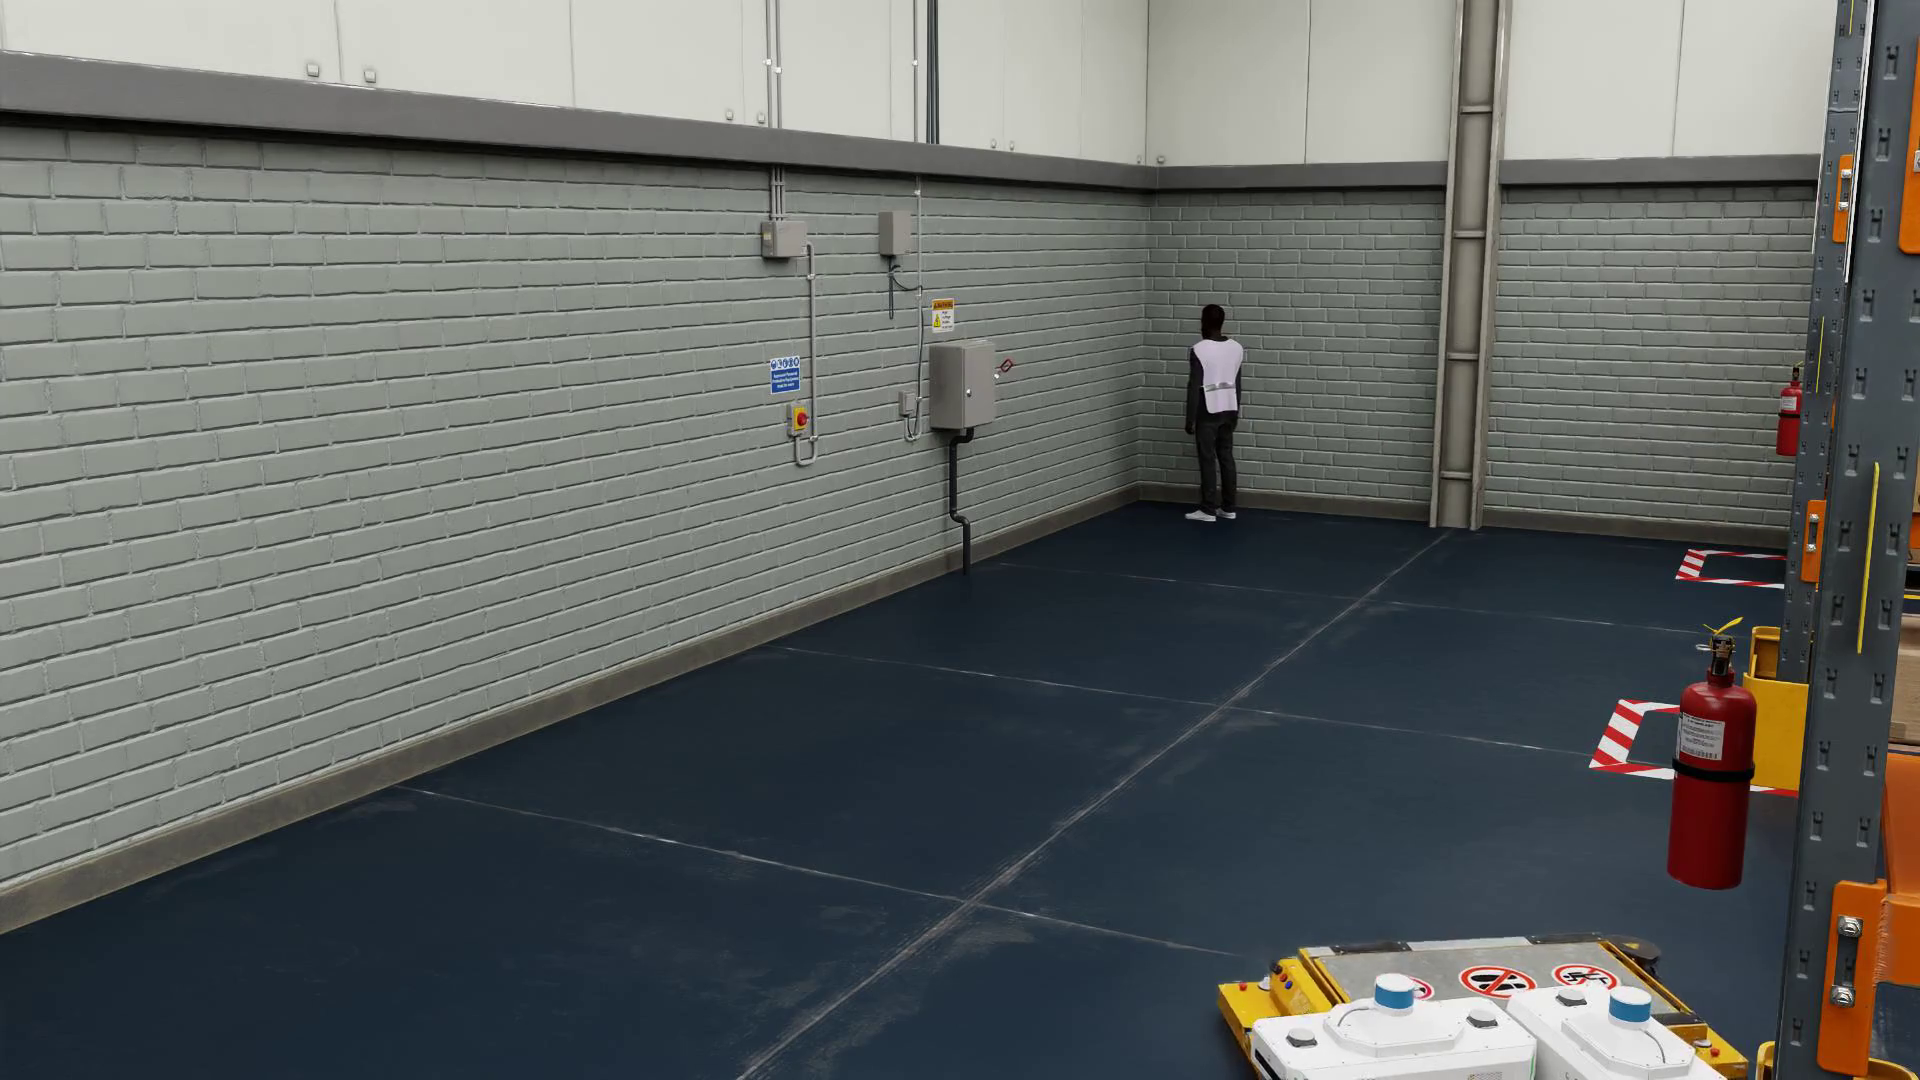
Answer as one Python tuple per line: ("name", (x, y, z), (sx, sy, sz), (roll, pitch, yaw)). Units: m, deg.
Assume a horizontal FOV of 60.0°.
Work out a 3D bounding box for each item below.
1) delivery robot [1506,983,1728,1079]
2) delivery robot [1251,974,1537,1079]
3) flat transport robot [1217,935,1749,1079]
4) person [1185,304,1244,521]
("delivery robot", (1.736, 1.412, 4.344), (0.477, 0.478, 0.707), (-2, 11, -12))
("delivery robot", (1.144, 1.398, 4.420), (0.707, 0.478, 0.477), (-2, 11, -12))
("flat transport robot", (1.576, 1.458, 5.122), (1.431, 0.197, 0.652), (-1, 10, -7))
("person", (2.264, -1.122, 14.721), (0.591, 1.913, 0.384), (-7, 13, -35))
